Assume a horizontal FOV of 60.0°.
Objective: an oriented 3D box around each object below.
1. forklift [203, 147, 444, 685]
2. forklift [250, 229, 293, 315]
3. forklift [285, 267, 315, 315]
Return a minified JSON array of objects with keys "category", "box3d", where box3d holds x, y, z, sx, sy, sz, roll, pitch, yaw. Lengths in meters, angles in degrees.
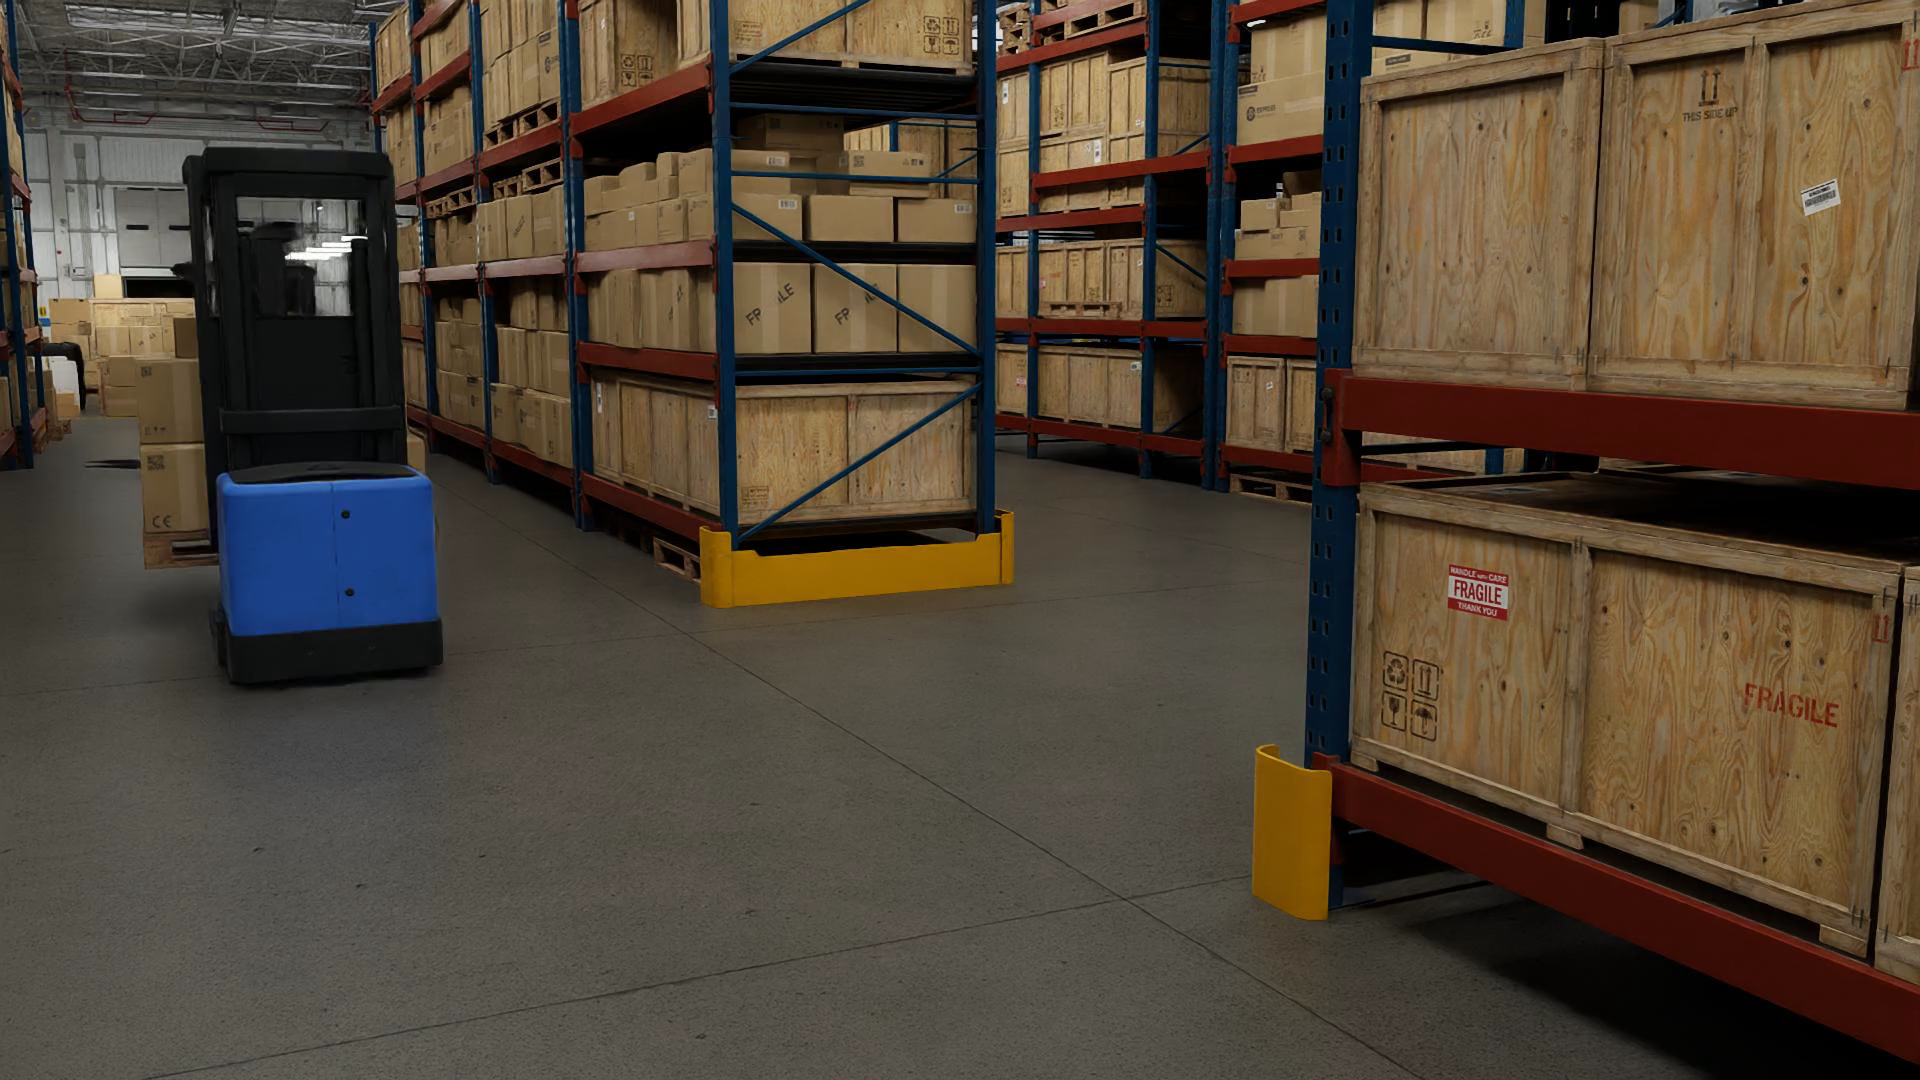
[{"category":"forklift","box3d":[-3.616,-0.750,9.259,1.129,2.768,1.873,-4,9,-26]},{"category":"forklift","box3d":[-8.159,-2.280,19.810,1.873,2.768,1.129,-4,9,-26]},{"category":"forklift","box3d":[-16.872,-5.598,42.692,1.129,2.768,1.873,7,11,39]}]
